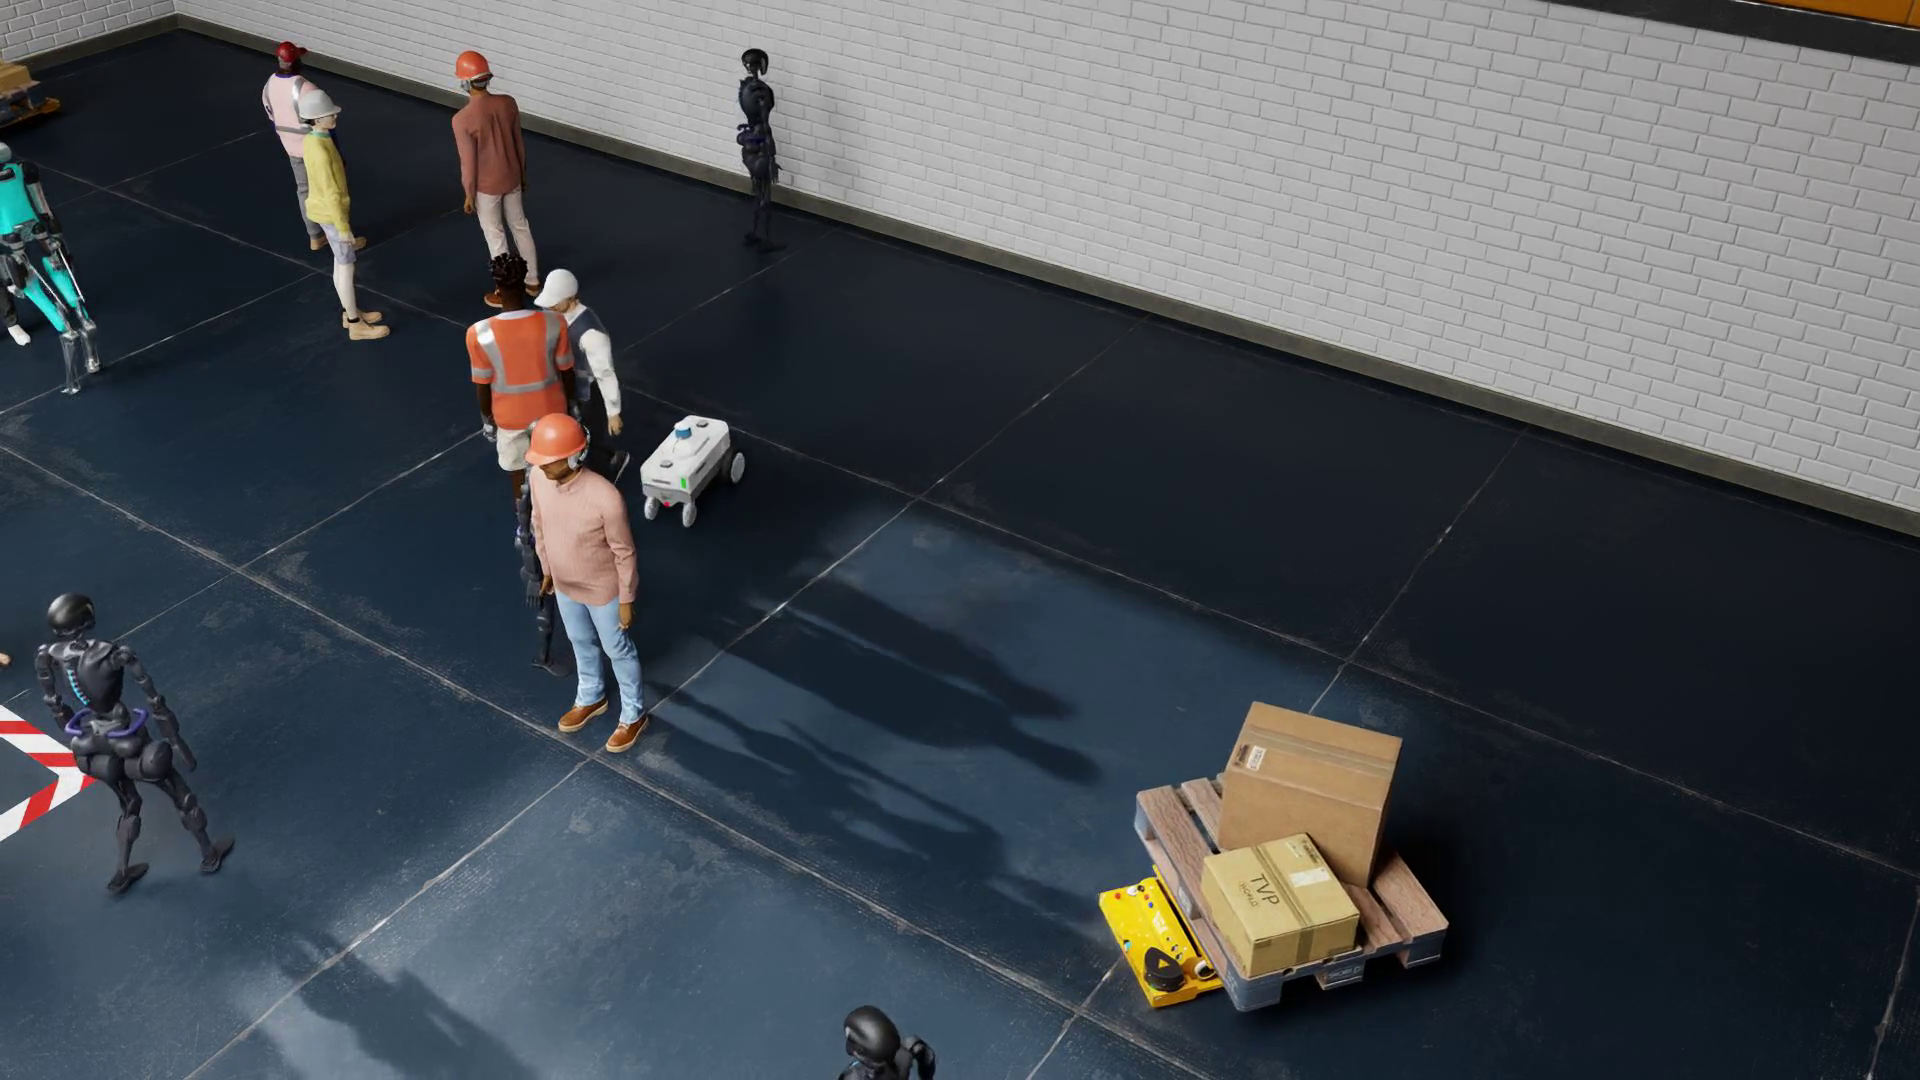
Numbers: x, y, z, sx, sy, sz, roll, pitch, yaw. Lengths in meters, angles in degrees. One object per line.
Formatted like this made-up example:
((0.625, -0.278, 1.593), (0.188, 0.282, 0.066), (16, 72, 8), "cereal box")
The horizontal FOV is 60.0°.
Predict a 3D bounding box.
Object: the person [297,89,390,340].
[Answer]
((-4.603, -2.390, 12.267), (0.397, 1.892, 0.474), (-14, 37, -19), "person")

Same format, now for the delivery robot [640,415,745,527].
((-1.753, -0.490, 10.715), (0.499, 0.596, 0.795), (11, 36, 15), "delivery robot")

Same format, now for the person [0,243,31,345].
((-7.245, -2.251, 12.091), (0.515, 1.865, 0.329), (-21, 40, -27), "person")

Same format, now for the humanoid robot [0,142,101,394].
((-6.360, -1.859, 11.651), (0.783, 1.788, 0.530), (20, 40, 26), "humanoid robot")

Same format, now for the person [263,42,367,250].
((-5.257, -3.175, 13.506), (0.602, 1.754, 0.420), (14, 37, 20), "person")

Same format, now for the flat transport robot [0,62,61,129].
((-9.542, -4.080, 16.094), (0.659, 0.231, 1.431), (14, 37, 19), "flat transport robot")

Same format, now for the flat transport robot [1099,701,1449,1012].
((1.440, 1.725, 7.799), (1.431, 0.231, 0.659), (-10, 36, -14), "flat transport robot")

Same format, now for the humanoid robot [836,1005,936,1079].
((-0.314, 2.226, 5.859), (0.529, 1.647, 0.601), (28, 44, 34), "humanoid robot")

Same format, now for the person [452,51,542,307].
((-3.552, -2.730, 12.662), (0.394, 1.991, 0.621), (21, 40, 27), "person")

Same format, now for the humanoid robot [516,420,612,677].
((-2.199, 0.043, 8.983), (0.465, 1.634, 0.584), (14, 37, 19), "humanoid robot")

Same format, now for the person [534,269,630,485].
((-2.339, -0.906, 10.270), (0.807, 1.739, 0.527), (28, 43, 34), "person")

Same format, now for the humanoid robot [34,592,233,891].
((-3.904, 0.949, 7.703), (0.600, 1.637, 0.453), (3, 35, 4), "humanoid robot")

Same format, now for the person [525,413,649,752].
((-1.905, 0.221, 8.445), (0.615, 1.992, 0.393), (20, 39, 26), "person")

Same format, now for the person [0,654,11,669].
((-5.880, -0.082, 9.051), (0.950, 1.799, 0.626), (4, 35, 6), "person")

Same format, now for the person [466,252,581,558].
((-2.564, -0.781, 9.913), (0.603, 1.955, 0.391), (-14, 38, -20), "person")

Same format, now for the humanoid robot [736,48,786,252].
((-1.638, -3.185, 13.589), (0.336, 1.668, 0.589), (-14, 37, -19), "humanoid robot")
